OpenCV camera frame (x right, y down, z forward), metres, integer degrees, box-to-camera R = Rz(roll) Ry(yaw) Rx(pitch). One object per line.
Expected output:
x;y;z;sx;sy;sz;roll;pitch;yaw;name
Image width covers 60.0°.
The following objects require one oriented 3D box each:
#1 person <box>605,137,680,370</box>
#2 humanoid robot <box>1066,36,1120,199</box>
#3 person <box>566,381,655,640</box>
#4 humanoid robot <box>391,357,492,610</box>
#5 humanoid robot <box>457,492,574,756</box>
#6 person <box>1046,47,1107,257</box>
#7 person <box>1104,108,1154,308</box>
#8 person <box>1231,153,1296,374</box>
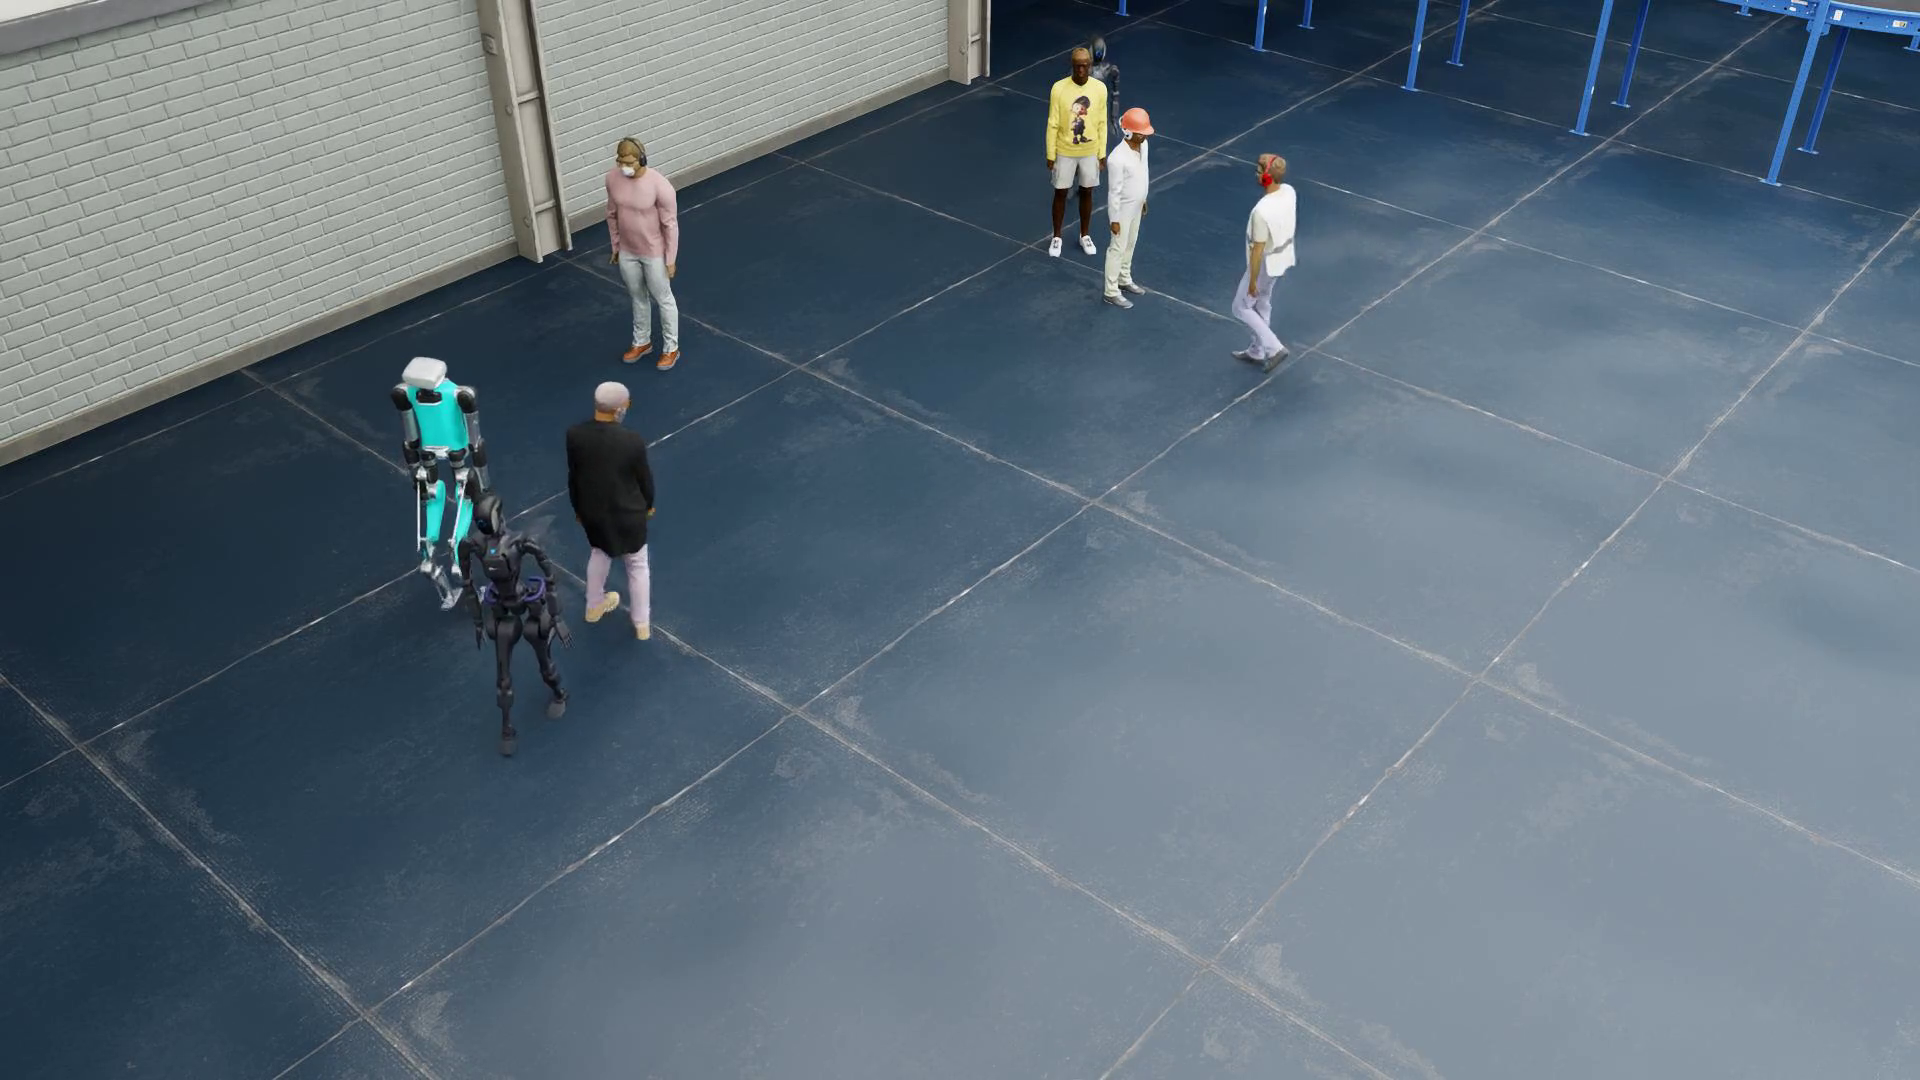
-2.497;-2.268;13.137;0.626;1.938;0.373;15;38;20;person
1.212;-3.985;15.774;0.600;1.644;0.421;-8;36;-11;humanoid robot
-2.165;-0.181;10.300;0.599;1.832;0.485;8;36;11;person
-3.258;-0.250;10.432;0.532;1.758;0.684;3;36;5;humanoid robot
-2.535;0.454;9.561;0.604;1.637;0.610;2;35;2;humanoid robot
1.036;-3.456;14.835;0.555;1.898;0.371;-4;36;-5;person
1.439;-2.821;14.076;0.345;1.745;0.561;19;40;25;person
2.420;-2.145;13.058;0.485;1.832;0.572;24;42;29;person
